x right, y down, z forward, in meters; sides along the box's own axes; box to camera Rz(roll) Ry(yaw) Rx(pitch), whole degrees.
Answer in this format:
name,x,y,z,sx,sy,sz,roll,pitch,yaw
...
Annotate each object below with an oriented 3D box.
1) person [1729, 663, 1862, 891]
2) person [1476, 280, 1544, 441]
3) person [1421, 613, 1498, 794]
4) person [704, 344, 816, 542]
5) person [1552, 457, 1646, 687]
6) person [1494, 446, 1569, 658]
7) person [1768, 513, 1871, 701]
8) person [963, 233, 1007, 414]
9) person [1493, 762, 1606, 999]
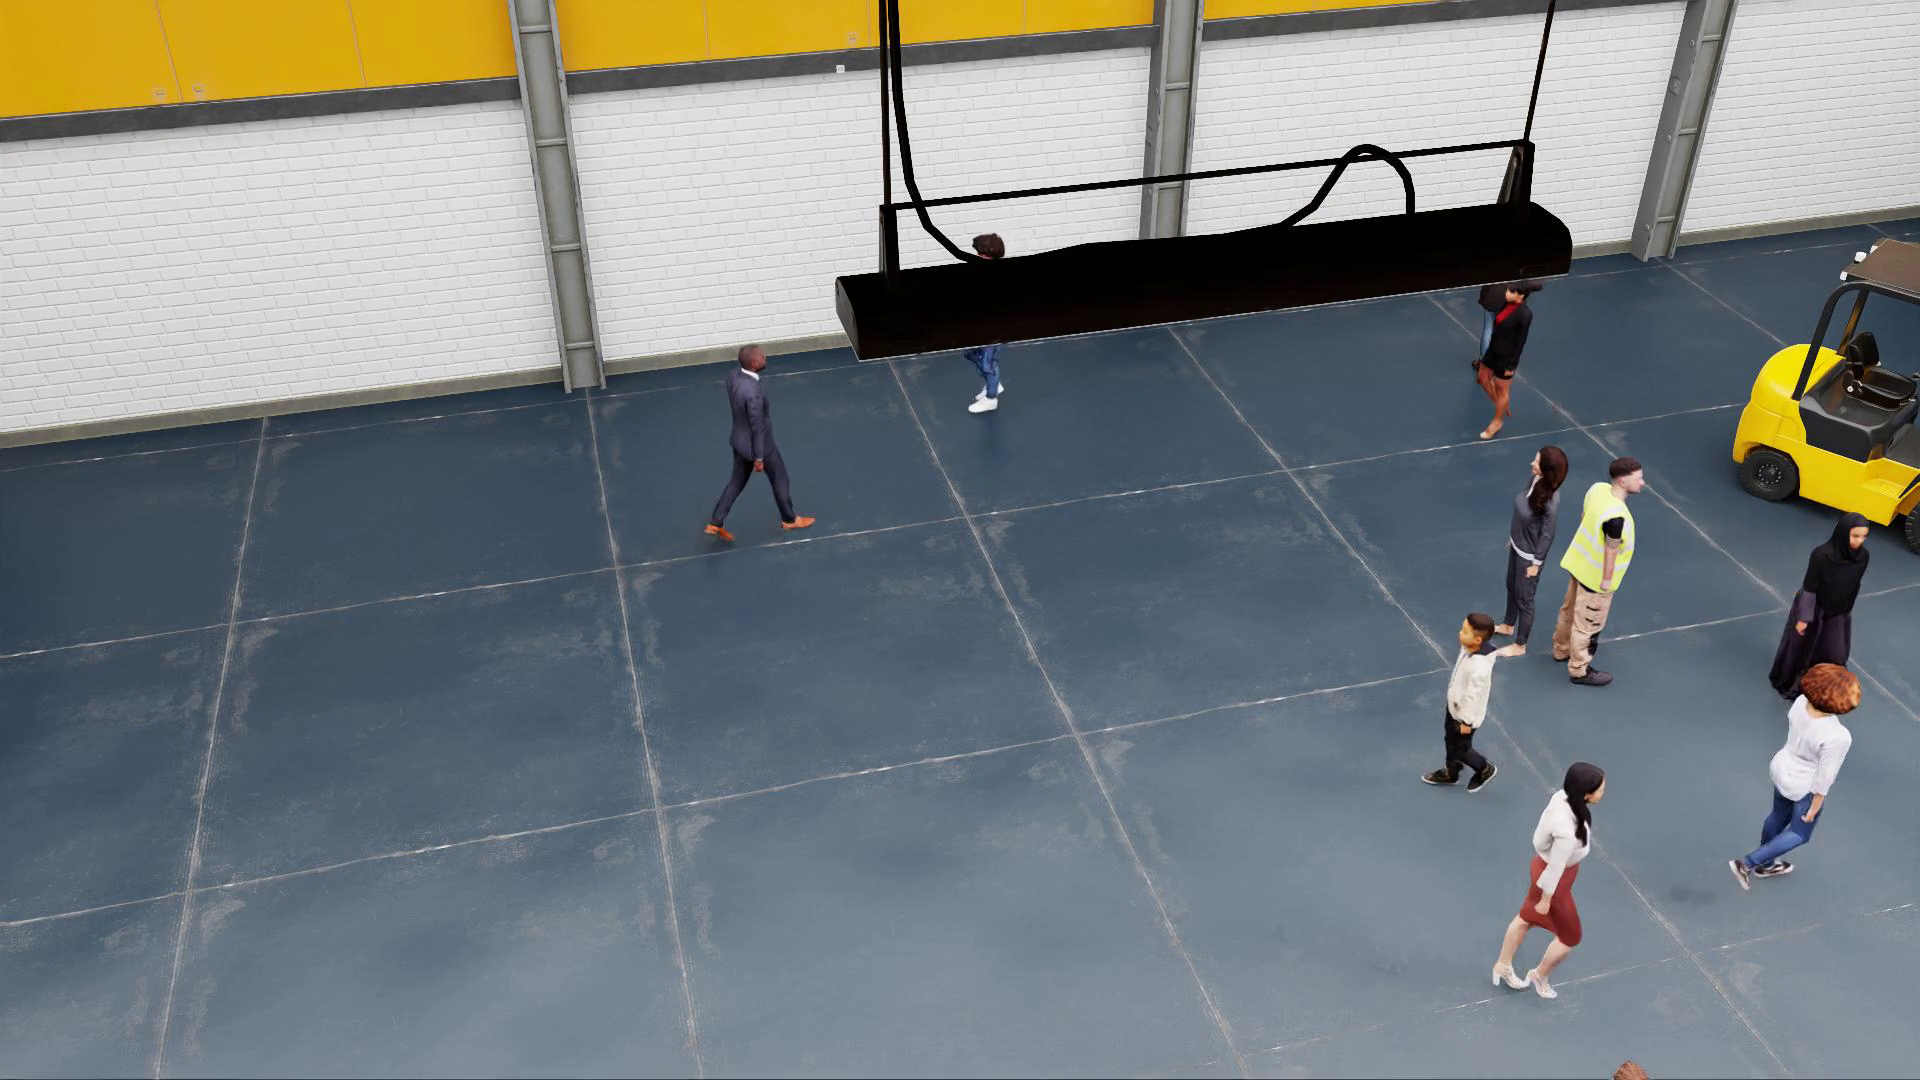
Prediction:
name,x,y,z,sx,sy,sz,roll,pitch,yaw
person,5.122,1.488,10.311,0.835,1.697,0.665,-5,34,-7
person,5.000,-1.648,15.088,0.606,1.632,0.578,-6,34,-9
person,3.443,1.115,11.103,0.770,1.442,0.696,1,34,2
person,-1.767,-0.759,13.596,1.257,1.803,0.902,-18,38,-25
person,4.653,0.201,12.112,0.799,1.845,0.774,0,34,0
person,4.242,0.067,12.385,0.594,1.767,0.655,-1,34,-2
person,6.176,0.442,11.960,0.837,1.613,0.807,2,34,2
person,0.328,-2.027,15.510,0.617,1.796,0.695,-6,34,-9
person,3.311,1.967,9.556,0.799,1.734,0.753,9,35,13
